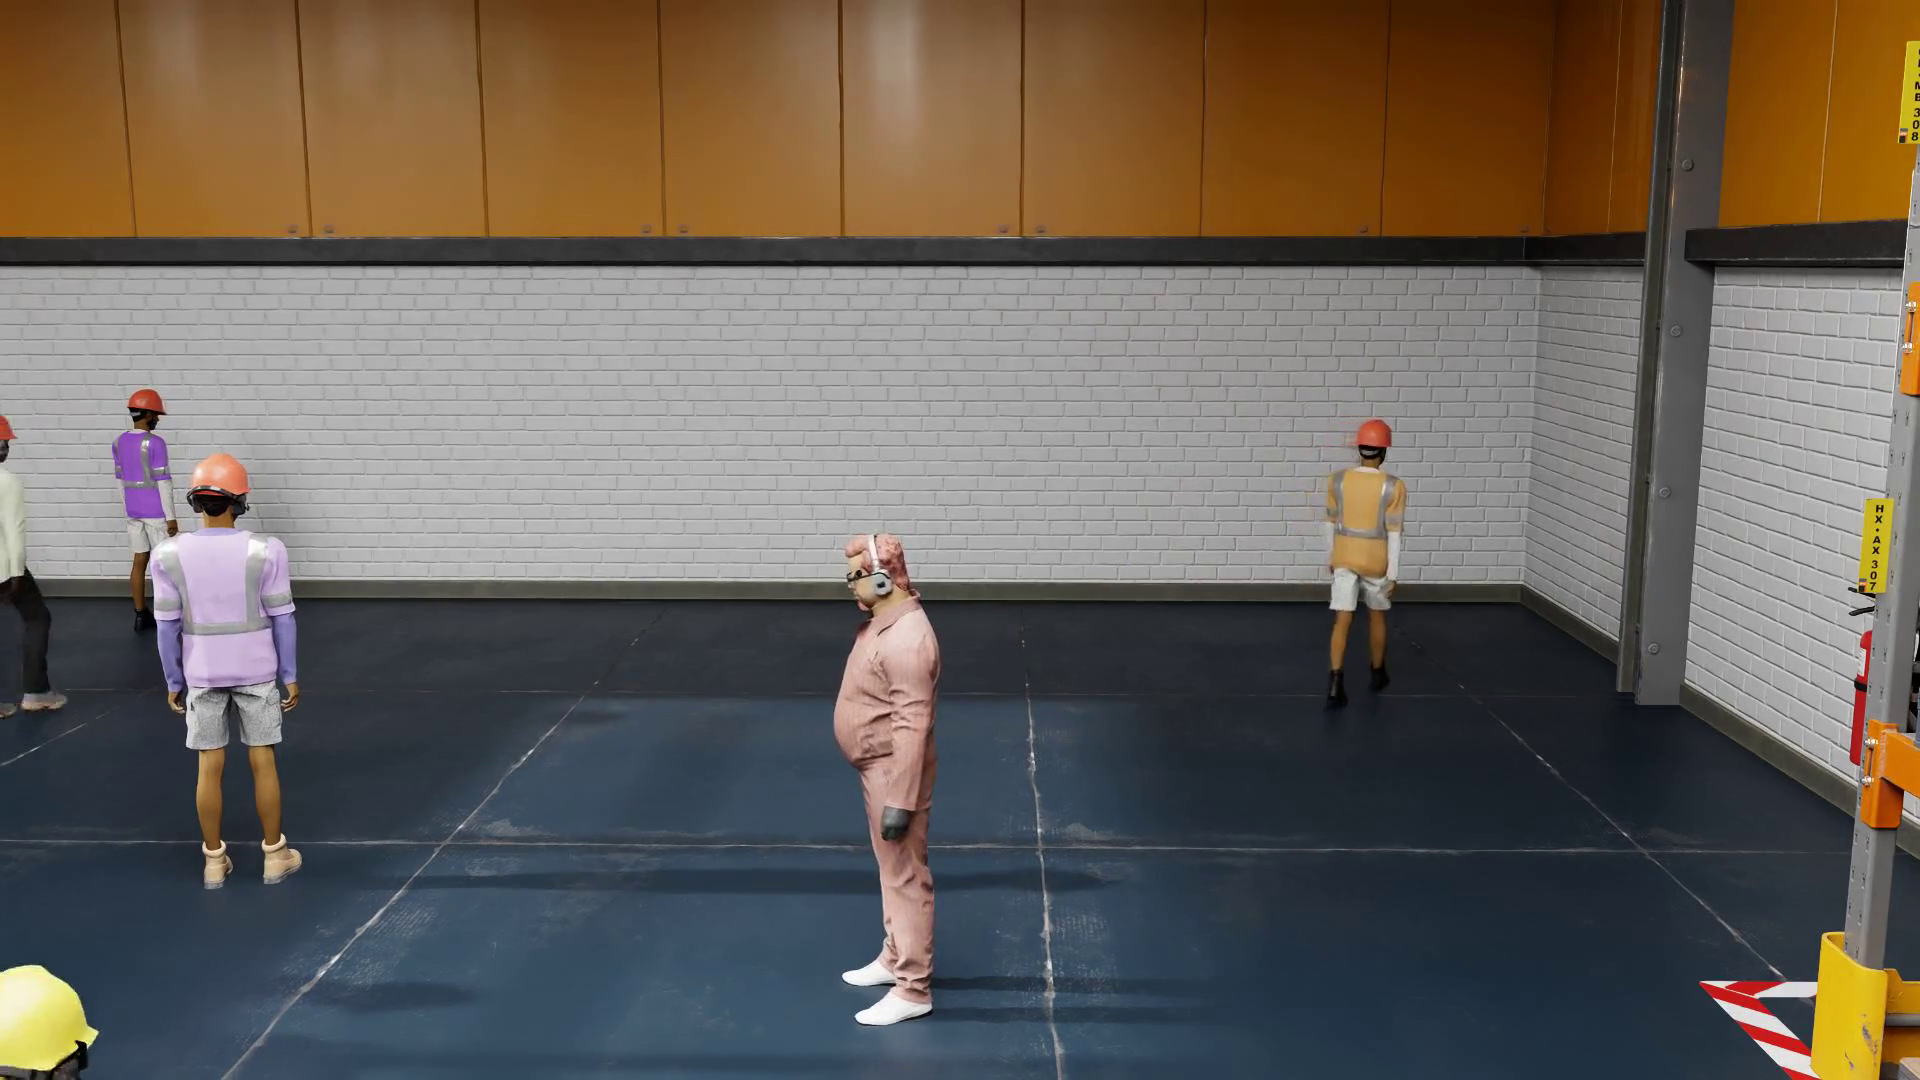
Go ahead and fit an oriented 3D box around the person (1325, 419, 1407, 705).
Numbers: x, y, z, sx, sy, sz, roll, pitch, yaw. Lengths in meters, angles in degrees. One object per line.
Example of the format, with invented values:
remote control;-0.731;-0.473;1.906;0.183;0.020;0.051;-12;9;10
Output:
person;2.681;0.141;11.085;0.545;1.898;0.958;4;10;25

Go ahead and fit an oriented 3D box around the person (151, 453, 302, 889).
person;-3.408;0.615;7.783;0.608;2.044;0.377;-2;10;-11

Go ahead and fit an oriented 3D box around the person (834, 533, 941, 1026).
person;-0.285;0.914;6.429;0.399;1.900;0.642;-1;10;-8

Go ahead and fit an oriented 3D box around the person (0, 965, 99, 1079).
person;-1.586;1.585;2.950;0.529;1.708;0.935;3;10;16

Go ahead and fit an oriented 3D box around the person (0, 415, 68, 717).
person;-6.154;0.165;10.698;0.617;1.970;0.696;2;10;11

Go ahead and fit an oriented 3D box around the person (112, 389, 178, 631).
person;-6.398;-0.226;13.165;0.543;1.928;0.370;4;10;24
